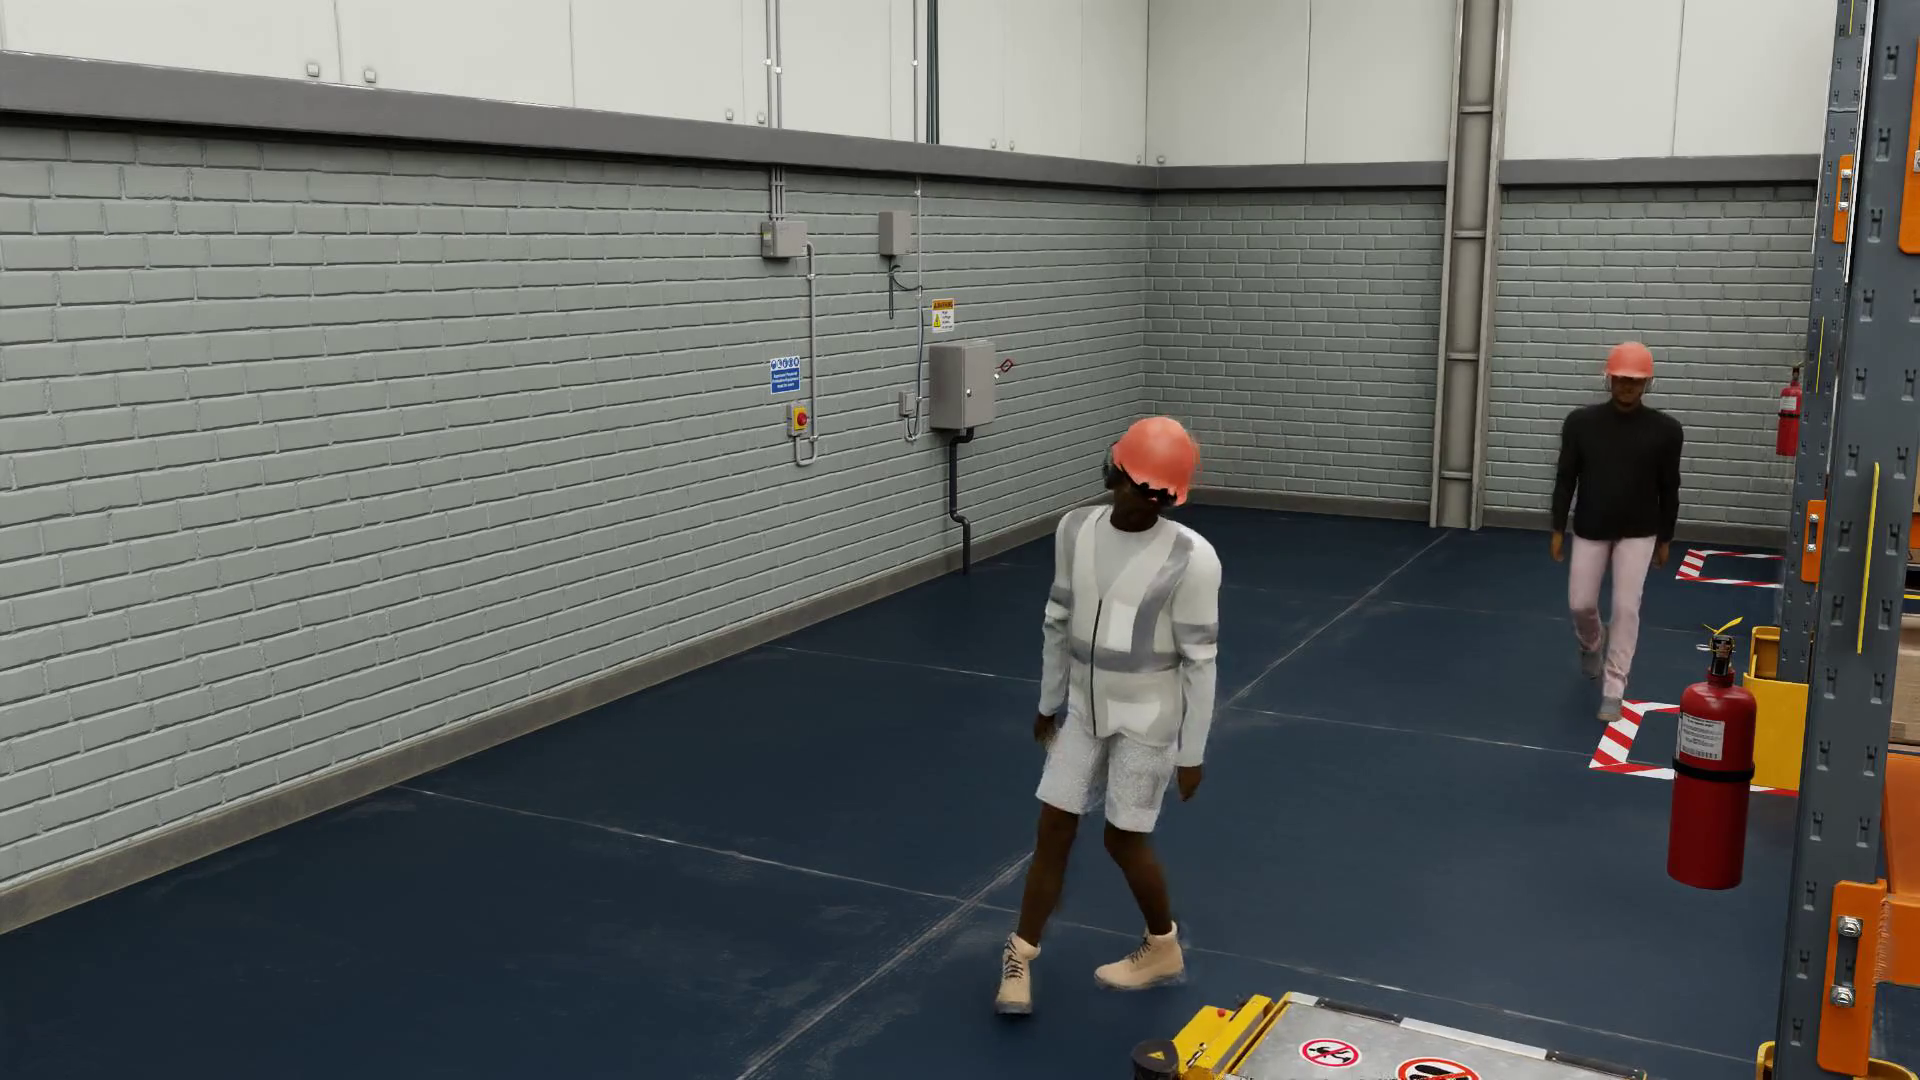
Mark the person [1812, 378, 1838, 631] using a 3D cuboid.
[{"bbox_3d":[5.516,-0.281,10.124,0.876,1.906,0.662,4,11,23],"label":"person"}]

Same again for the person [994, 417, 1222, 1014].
[{"bbox_3d":[0.474,0.577,5.322,0.732,1.968,0.695,-10,14,-43],"label":"person"}]

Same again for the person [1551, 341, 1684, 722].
[{"bbox_3d":[3.474,-0.075,8.827,0.626,1.977,0.746,5,11,24],"label":"person"}]

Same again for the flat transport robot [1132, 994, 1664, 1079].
[{"bbox_3d":[1.232,1.556,4.589,1.431,0.197,0.652,6,12,29],"label":"flat transport robot"}]
